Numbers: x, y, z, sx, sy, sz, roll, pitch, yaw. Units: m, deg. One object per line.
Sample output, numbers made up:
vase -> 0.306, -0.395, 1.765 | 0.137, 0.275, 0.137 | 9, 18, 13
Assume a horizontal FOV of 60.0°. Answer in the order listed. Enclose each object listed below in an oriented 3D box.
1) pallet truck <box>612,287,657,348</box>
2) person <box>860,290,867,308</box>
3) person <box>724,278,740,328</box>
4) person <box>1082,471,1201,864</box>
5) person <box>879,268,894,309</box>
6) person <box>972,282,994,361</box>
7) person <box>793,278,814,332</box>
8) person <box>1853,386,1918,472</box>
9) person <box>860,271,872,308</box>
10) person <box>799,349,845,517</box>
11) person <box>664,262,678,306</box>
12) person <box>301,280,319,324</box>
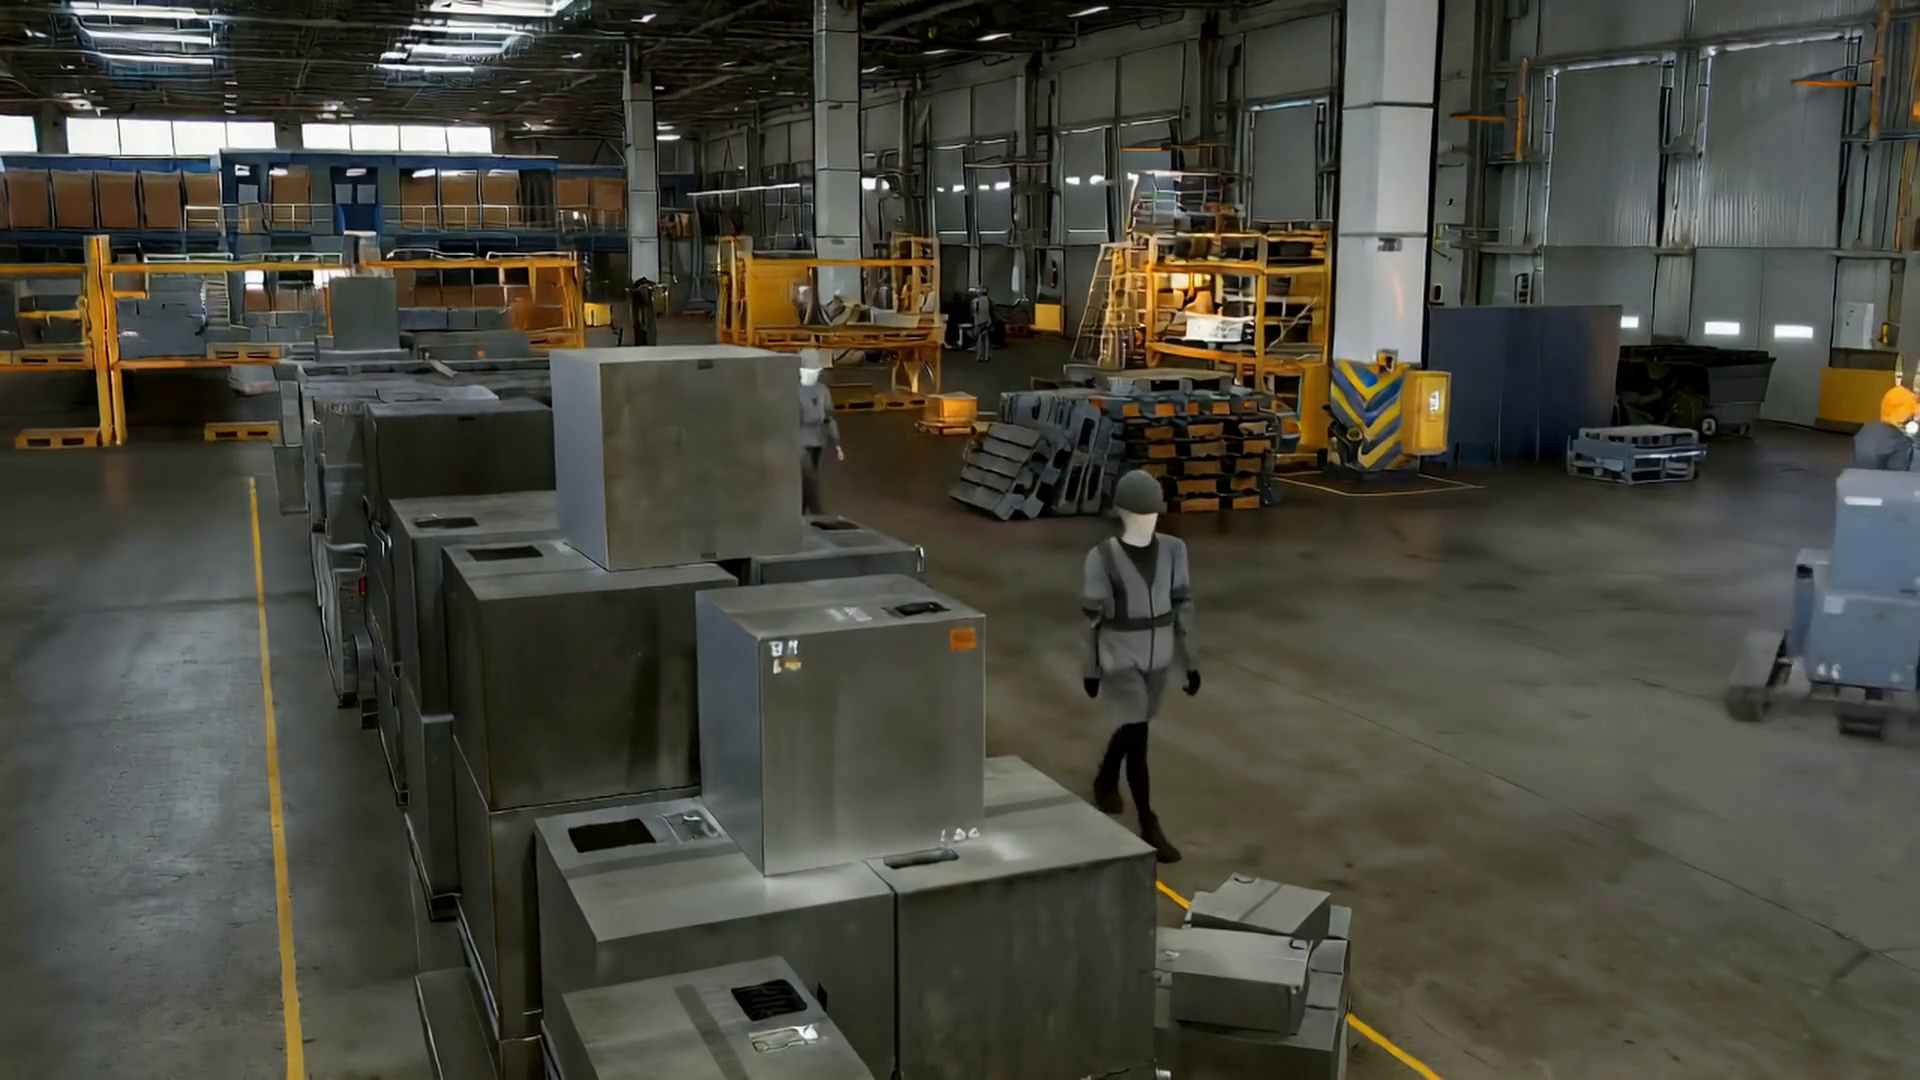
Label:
pallet truck -> -6.464, -4.406, 35.401 | 0.823, 1.965, 1.885 | 6, 12, 32
person -> -2.932, -6.358, 46.719 | 0.640, 1.791, 0.950 | 2, 11, 13
person -> -7.594, -7.933, 55.620 | 0.791, 1.714, 0.492 | -8, 13, -38
person -> 0.865, 0.569, 8.331 | 0.544, 1.889, 1.032 | -4, 11, -22
person -> -2.589, -8.702, 59.258 | 0.609, 1.943, 0.409 | -3, 11, -14
person -> 0.559, -5.369, 40.865 | 0.545, 1.942, 0.350 | -3, 11, -16
person -> -4.657, -7.031, 50.413 | 0.632, 1.803, 0.914 | 8, 13, 39
person -> 6.810, -0.176, 12.300 | 0.391, 1.928, 0.636 | 0, 10, 0
person -> -3.374, -8.505, 58.307 | 0.591, 1.889, 0.920 | -1, 10, -4
person -> -1.444, -0.952, 16.645 | 0.891, 1.888, 0.599 | 10, 14, 43
person -> -12.897, -11.439, 74.206 | 0.612, 1.986, 0.407 | -1, 10, -3
person -> -16.963, -5.825, 43.437 | 0.388, 1.931, 0.622 | -7, 13, -36
